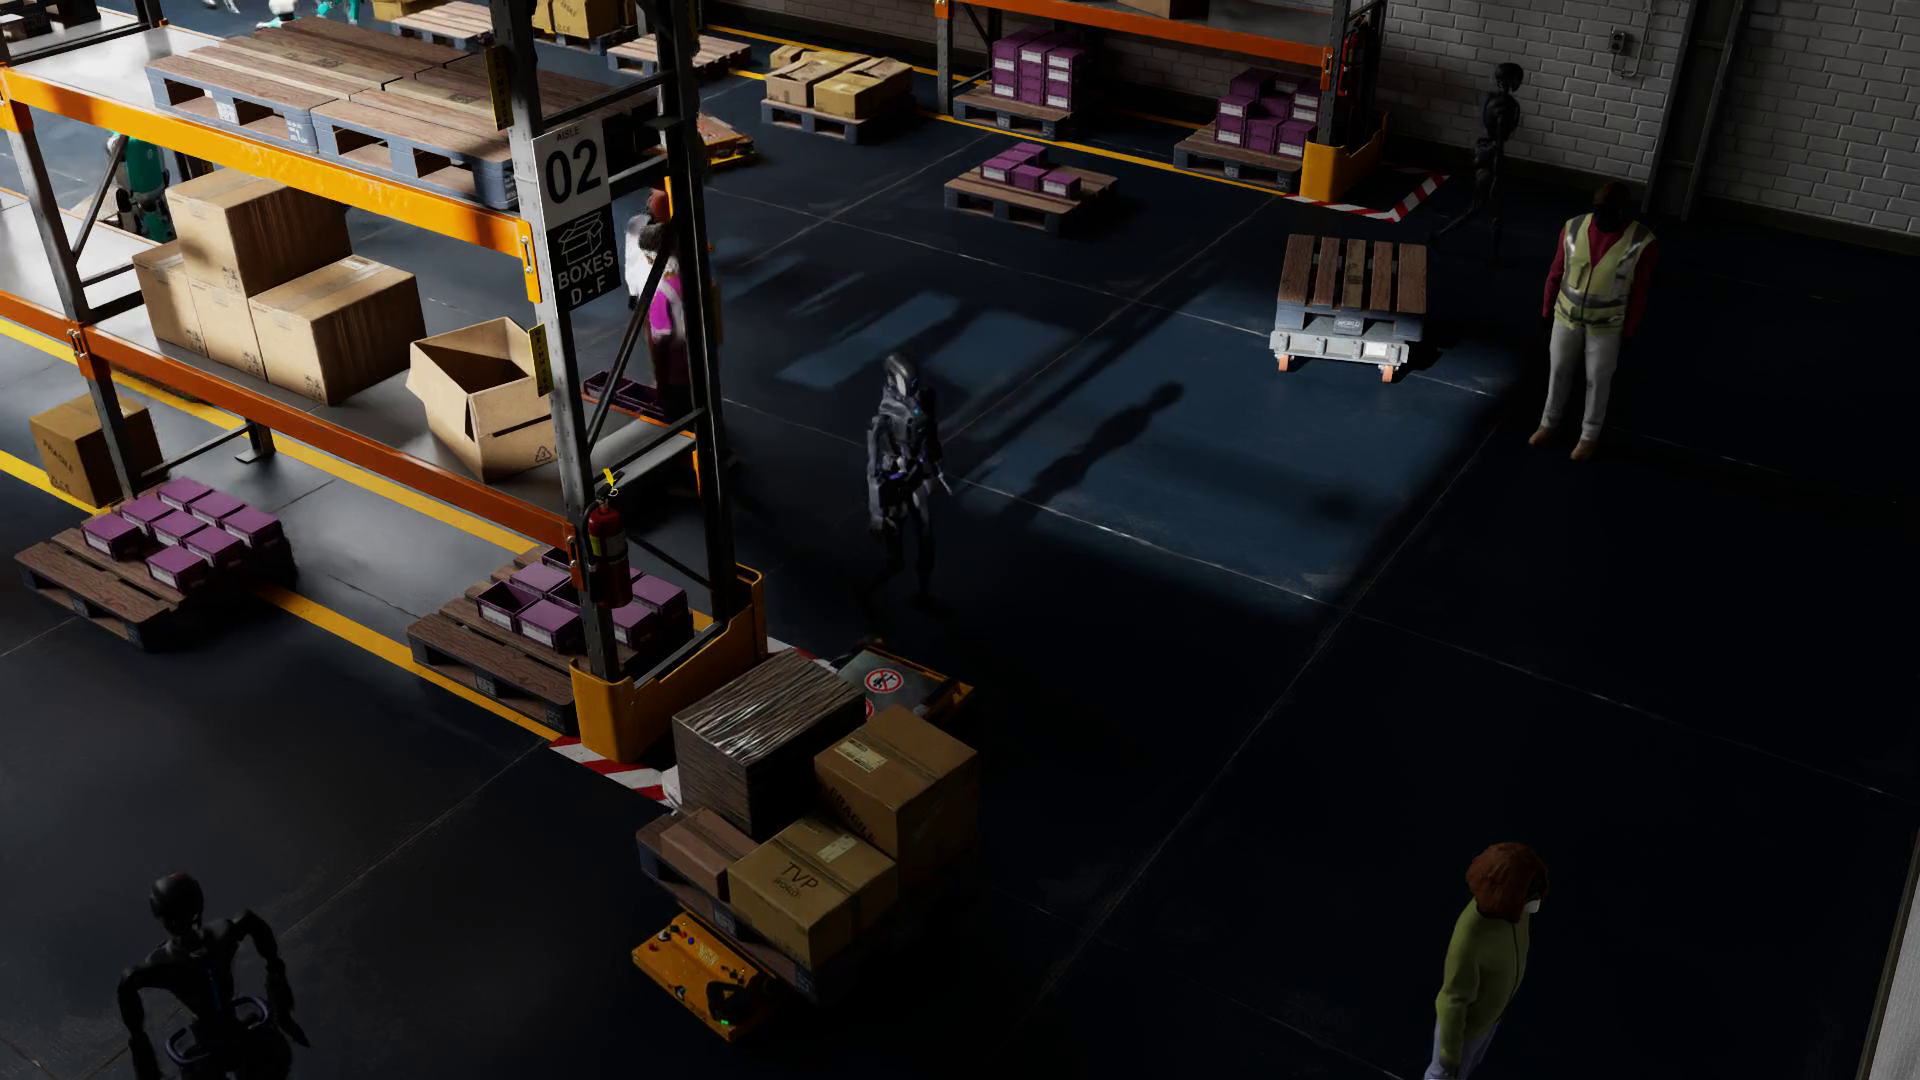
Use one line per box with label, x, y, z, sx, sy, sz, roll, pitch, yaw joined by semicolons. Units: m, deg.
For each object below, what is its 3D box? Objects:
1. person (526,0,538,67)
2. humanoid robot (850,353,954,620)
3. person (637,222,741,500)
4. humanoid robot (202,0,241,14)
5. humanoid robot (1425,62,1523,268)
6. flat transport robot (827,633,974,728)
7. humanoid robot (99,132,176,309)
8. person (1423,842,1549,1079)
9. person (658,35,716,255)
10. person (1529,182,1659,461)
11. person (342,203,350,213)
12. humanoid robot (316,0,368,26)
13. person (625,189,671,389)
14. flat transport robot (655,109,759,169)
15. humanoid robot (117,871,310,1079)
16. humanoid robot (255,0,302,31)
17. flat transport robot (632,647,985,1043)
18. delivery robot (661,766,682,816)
person;-3.934;-4.288;14.924;0.423;1.950;0.498;4;33;6
humanoid robot;-0.327;-0.310;9.059;0.461;1.647;0.610;23;40;31
person;-1.676;-1.059;10.067;0.452;1.828;0.538;15;36;21
humanoid robot;-8.878;-7.031;19.355;0.835;1.798;0.538;28;42;36
humanoid robot;4.164;-2.972;13.195;0.733;1.655;0.590;8;34;12
flat transport robot;-0.588;0.985;8.360;0.659;0.231;1.431;20;38;27
humanoid robot;-6.047;-2.344;12.148;1.068;1.734;0.550;6;34;9
person;1.856;1.710;5.990;0.277;1.632;0.506;24;40;32
person;-2.210;-3.181;13.239;0.463;1.930;0.665;-2;33;-3
person;4.004;-1.401;10.599;0.633;1.831;0.429;23;40;31
person;-5.395;-3.320;13.629;0.457;1.733;0.611;-6;34;-10
humanoid robot;-6.536;-5.769;17.429;0.750;1.827;0.543;24;40;32
person;-1.990;-1.563;10.962;0.687;1.714;0.334;18;37;25
flat transport robot;-2.559;-3.815;15.737;0.659;0.231;1.431;-22;39;-30
humanoid robot;-2.556;1.826;5.802;0.705;1.632;0.586;28;42;36
humanoid robot;-5.733;-3.856;14.467;0.551;1.808;0.721;-14;36;-20
flat transport robot;-0.695;1.602;7.411;0.659;0.231;1.431;27;42;35
delivery robot;-1.021;1.141;7.837;0.759;0.573;0.499;-23;39;-31
